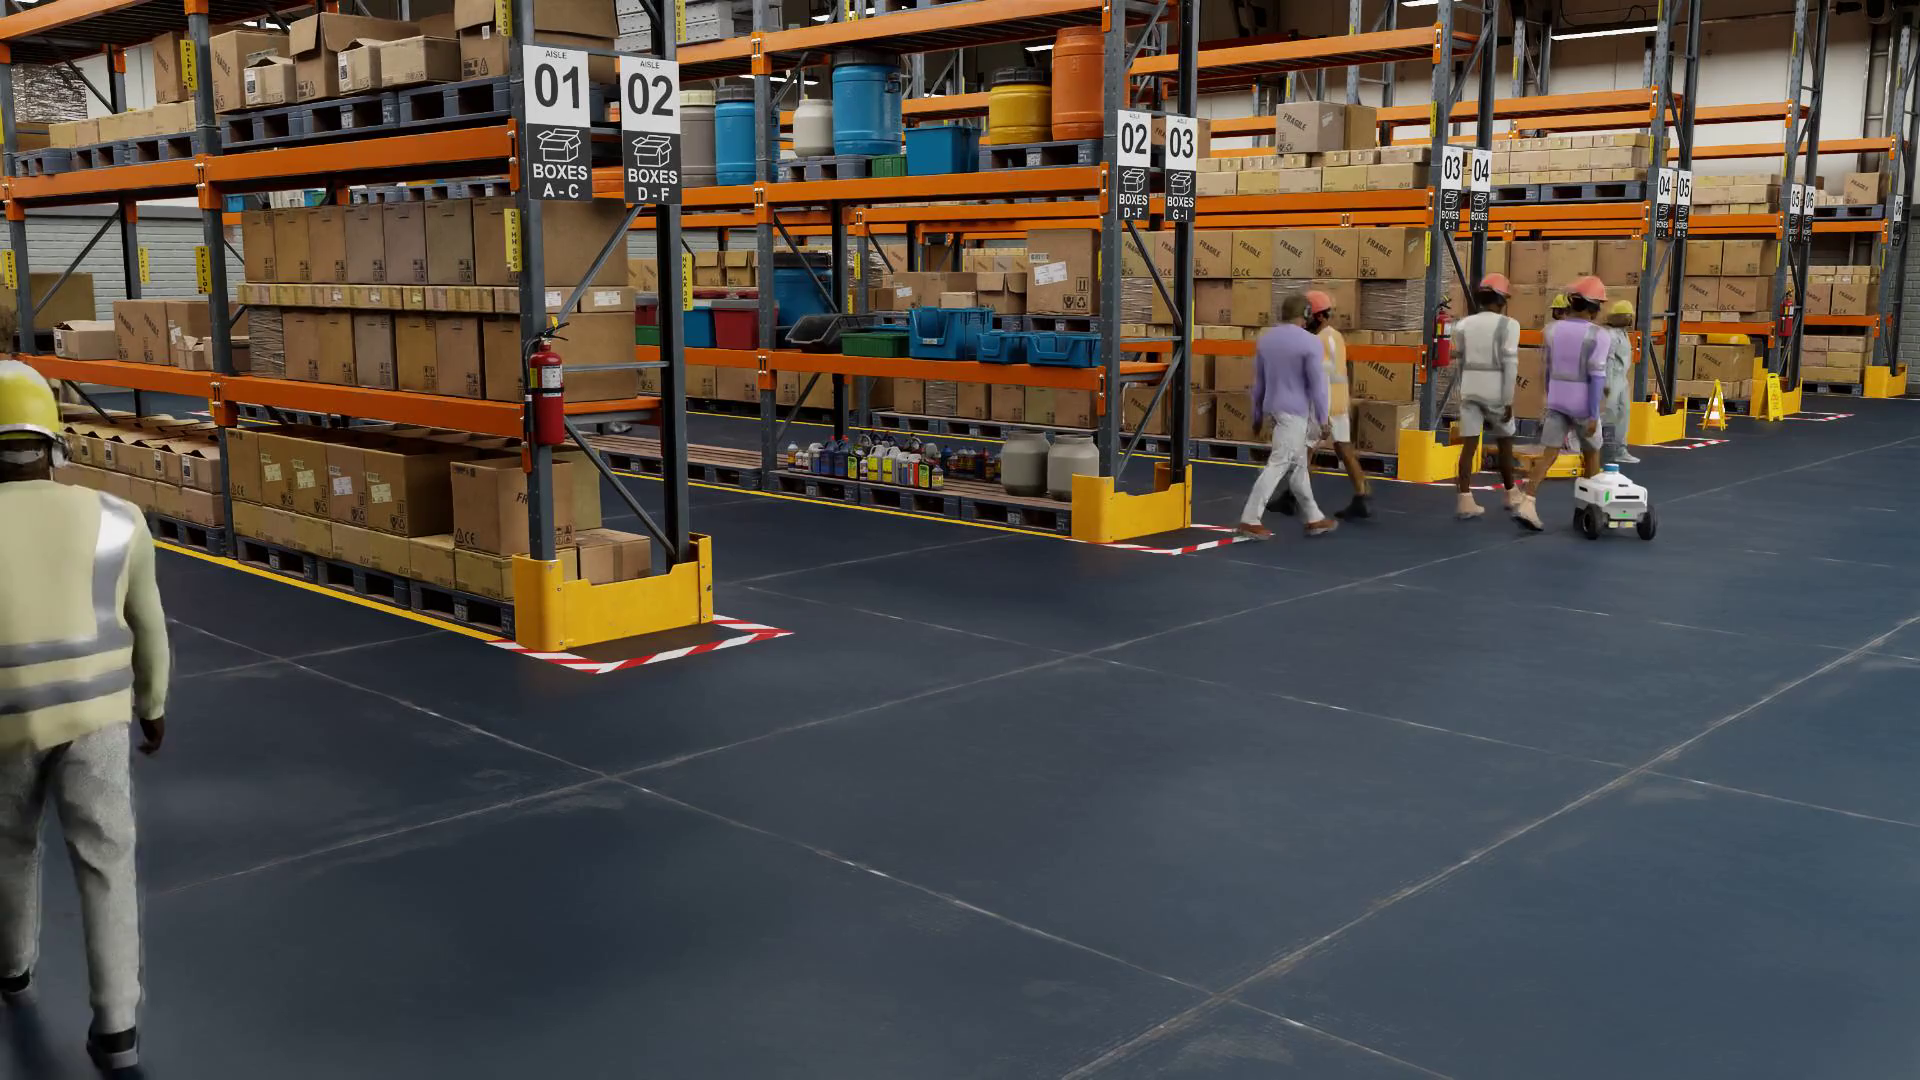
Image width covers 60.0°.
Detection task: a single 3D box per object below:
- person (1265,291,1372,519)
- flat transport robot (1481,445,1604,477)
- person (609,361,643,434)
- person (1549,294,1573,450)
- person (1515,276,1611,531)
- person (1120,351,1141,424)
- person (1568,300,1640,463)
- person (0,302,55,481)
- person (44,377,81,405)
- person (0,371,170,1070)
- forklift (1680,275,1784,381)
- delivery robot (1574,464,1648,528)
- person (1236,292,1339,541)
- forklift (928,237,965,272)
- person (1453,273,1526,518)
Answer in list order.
[{"bbox_3d":[2.978,-1.106,13.679,0.969,1.873,0.548,6,11,32],"label":"person"},{"bbox_3d":[5.851,-0.818,16.939,0.652,0.197,1.431,-2,10,-13],"label":"flat transport robot"},{"bbox_3d":[-4.228,-2.101,20.631,0.861,1.594,0.532,9,13,44],"label":"person"},{"bbox_3d":[6.737,-1.871,18.694,0.311,1.768,0.532,6,11,33],"label":"person"},{"bbox_3d":[4.783,-1.064,13.053,1.014,2.005,0.632,-6,11,-34],"label":"person"},{"bbox_3d":[2.259,-2.357,22.074,0.264,1.632,0.507,7,12,38],"label":"person"},{"bbox_3d":[6.941,-1.703,17.789,0.675,1.720,0.492,7,12,38],"label":"person"},{"bbox_3d":[-3.938,-0.032,6.888,0.356,1.938,0.638,-1,9,-7],"label":"person"},{"bbox_3d":[-10.651,-1.952,19.639,0.454,1.622,0.509,7,12,39],"label":"person"},{"bbox_3d":[-2.430,0.450,4.424,0.623,1.780,0.935,-7,12,-36],"label":"person"},{"bbox_3d":[12.480,-3.427,27.053,1.214,2.155,2.313,9,13,43],"label":"forklift"},{"bbox_3d":[5.048,-0.350,12.914,0.477,0.478,0.707,0,9,1],"label":"delivery robot"},{"bbox_3d":[2.499,-0.941,12.655,0.996,1.884,0.628,-4,10,-25],"label":"person"},{"bbox_3d":[-0.326,-5.817,39.609,1.129,2.768,1.873,9,13,43],"label":"forklift"},{"bbox_3d":[4.457,-1.207,13.873,0.961,2.001,0.610,-9,13,-42],"label":"person"}]
